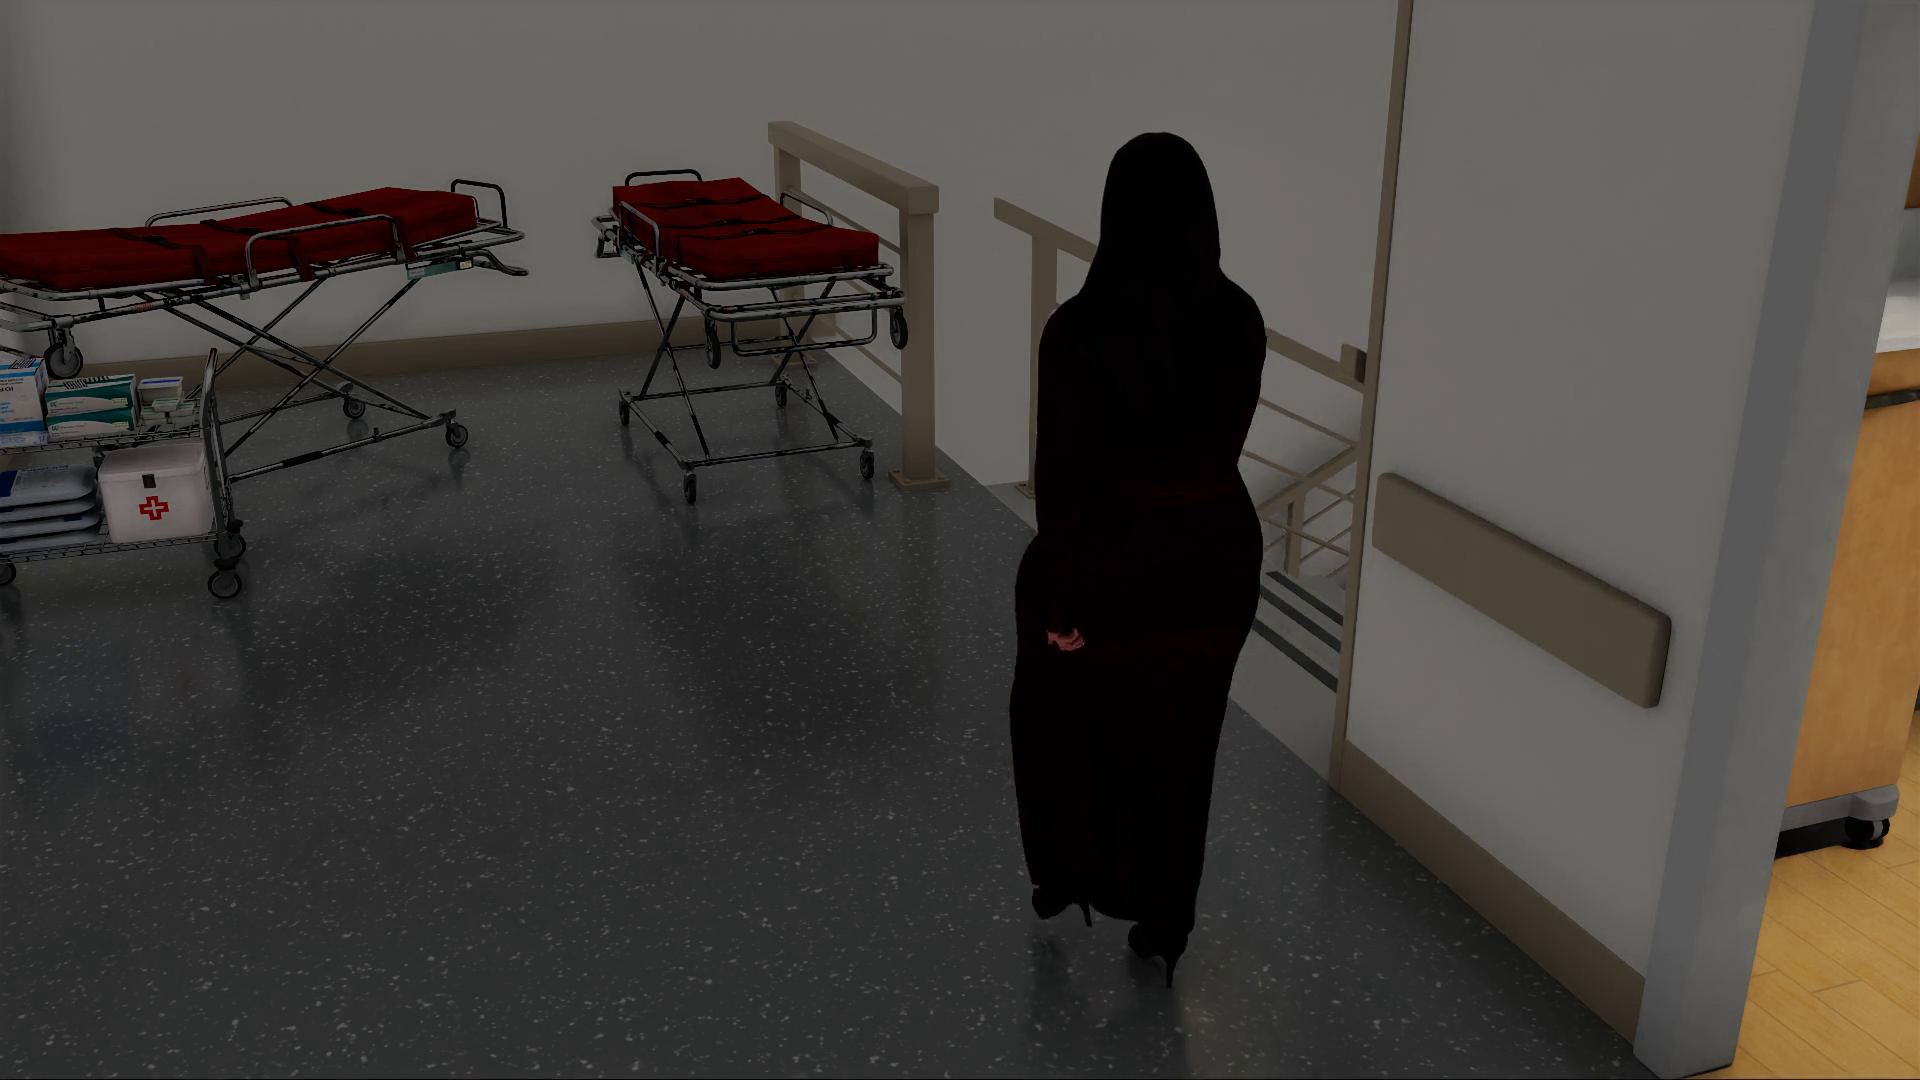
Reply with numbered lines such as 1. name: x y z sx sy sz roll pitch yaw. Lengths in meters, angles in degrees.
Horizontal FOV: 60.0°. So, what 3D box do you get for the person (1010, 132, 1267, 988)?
1. person: 0.404 0.113 3.249 0.652 1.749 0.718 -7 22 -18
